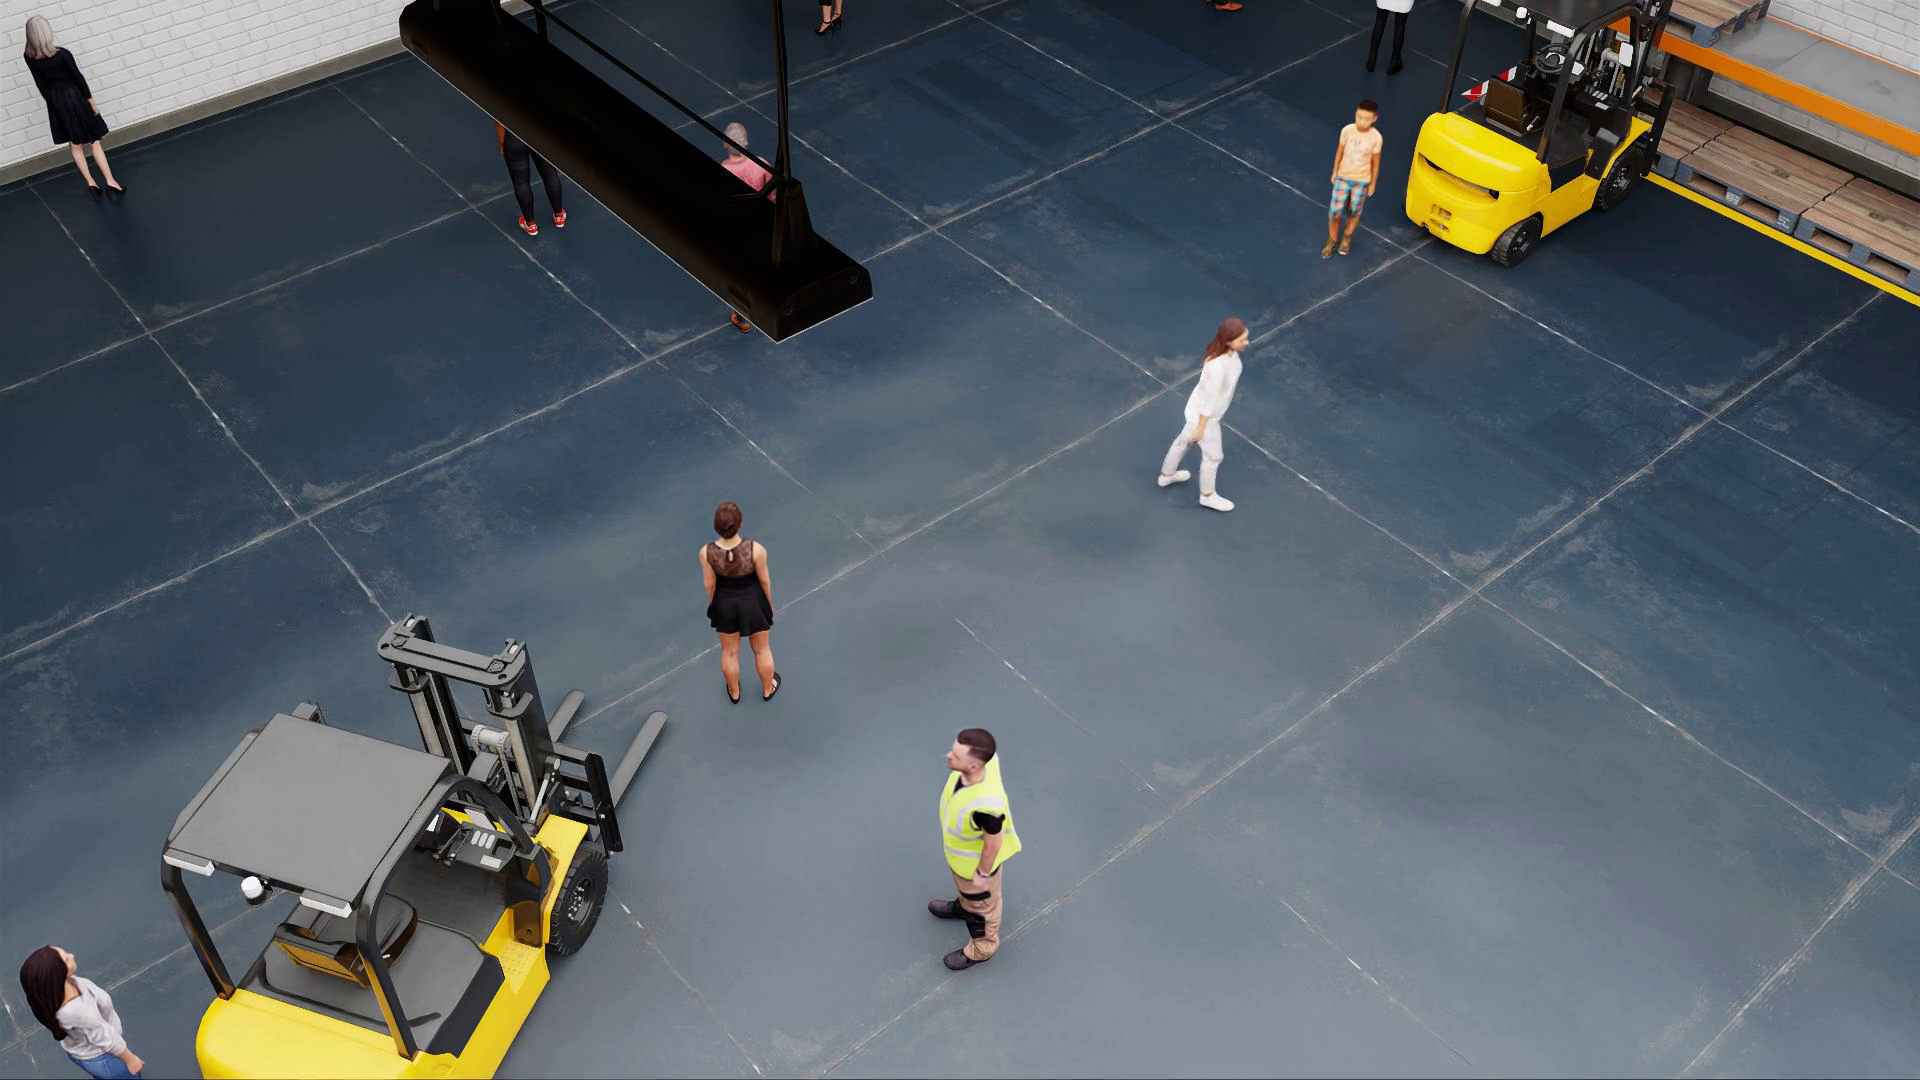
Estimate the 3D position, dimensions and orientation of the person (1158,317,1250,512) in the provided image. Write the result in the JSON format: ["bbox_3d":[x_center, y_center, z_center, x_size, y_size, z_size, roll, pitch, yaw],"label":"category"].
[{"bbox_3d":[1.705,-0.932,11.832,0.944,1.657,0.857,7,44,7],"label":"person"}]

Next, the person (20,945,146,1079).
[{"bbox_3d":[-4.267,2.521,8.224,0.575,1.633,0.727,21,47,20],"label":"person"}]

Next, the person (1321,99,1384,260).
[{"bbox_3d":[3.401,-3.147,14.304,0.669,1.453,0.730,14,45,15],"label":"person"}]

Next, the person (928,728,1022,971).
[{"bbox_3d":[0.070,1.635,8.999,0.900,1.847,0.823,-7,44,-7],"label":"person"}]

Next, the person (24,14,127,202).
[{"bbox_3d":[-7.926,-3.851,14.831,0.703,1.746,0.744,-2,44,-2],"label":"person"}]

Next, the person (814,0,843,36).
[{"bbox_3d":[-1.410,-6.100,17.111,0.617,1.858,0.661,25,49,24],"label":"person"}]

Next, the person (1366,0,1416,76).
[{"bbox_3d":[4.337,-5.509,16.527,0.623,1.808,0.746,16,46,16],"label":"person"}]

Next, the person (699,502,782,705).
[{"bbox_3d":[-1.382,0.402,10.418,0.680,1.675,0.723,-2,44,-2],"label":"person"}]

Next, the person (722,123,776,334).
[{"bbox_3d":[-1.719,-2.502,13.354,0.744,1.831,0.658,-17,46,-17],"label":"person"}]

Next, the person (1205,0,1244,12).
[{"bbox_3d":[2.831,-6.520,17.600,0.771,1.791,0.623,-15,45,-15],"label":"person"}]
